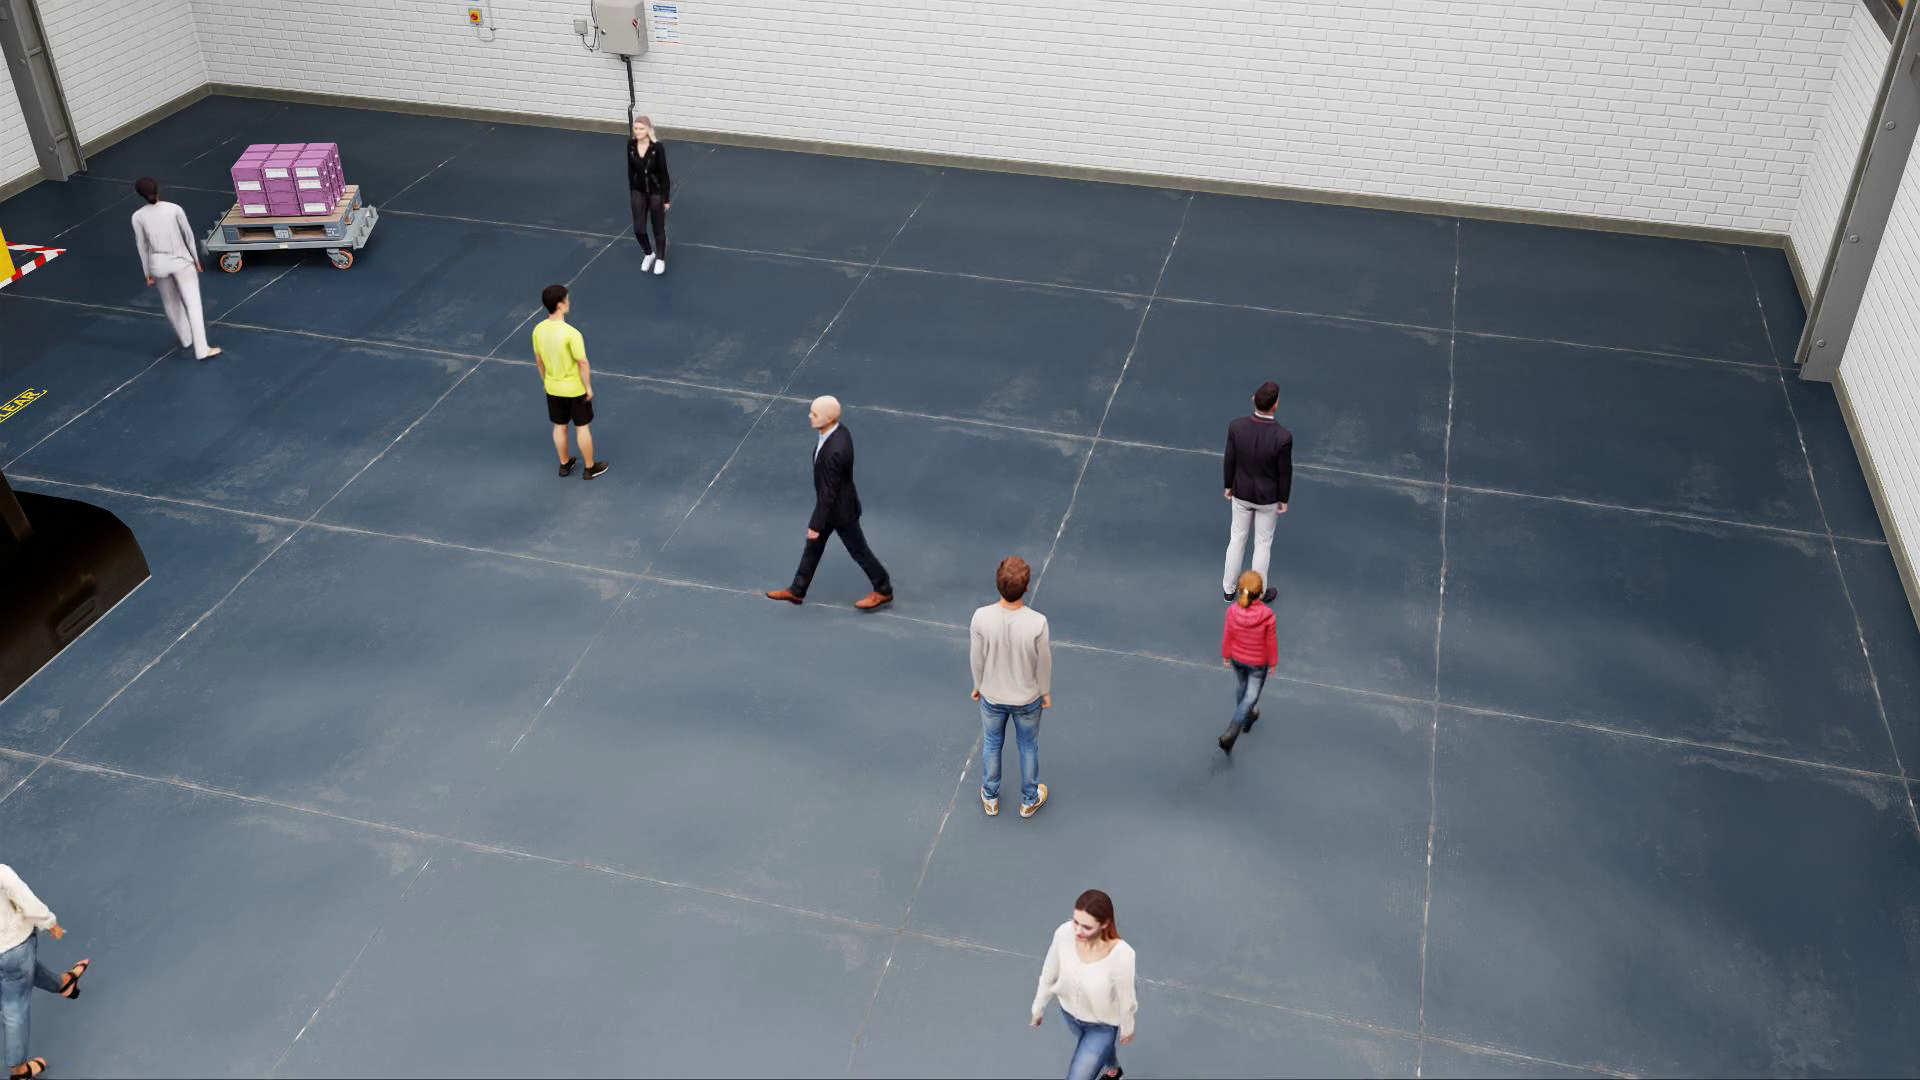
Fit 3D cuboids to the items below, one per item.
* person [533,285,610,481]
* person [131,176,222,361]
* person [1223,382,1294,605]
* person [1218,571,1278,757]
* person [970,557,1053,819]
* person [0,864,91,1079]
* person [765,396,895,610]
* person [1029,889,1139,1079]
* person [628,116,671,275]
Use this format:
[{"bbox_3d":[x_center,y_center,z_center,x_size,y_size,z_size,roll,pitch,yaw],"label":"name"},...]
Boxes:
[{"bbox_3d":[-3.250,-1.288,13.710,0.634,1.706,0.558,11,35,17],"label":"person"},{"bbox_3d":[-7.361,-2.522,15.569,0.913,1.705,1.023,-7,34,-11],"label":"person"},{"bbox_3d":[2.156,-0.328,12.143,0.703,1.844,0.641,17,37,23],"label":"person"},{"bbox_3d":[1.870,0.826,10.903,0.679,1.294,0.905,21,39,28],"label":"person"},{"bbox_3d":[0.314,0.927,10.201,0.669,1.902,0.597,6,34,8],"label":"person"},{"bbox_3d":[-4.997,2.155,8.589,0.712,1.643,1.076,5,34,7],"label":"person"},{"bbox_3d":[-0.799,-0.226,12.072,1.119,1.752,1.233,-7,34,-11],"label":"person"},{"bbox_3d":[0.687,2.344,8.311,0.946,1.634,1.206,24,40,31],"label":"person"},{"bbox_3d":[-3.173,-3.587,17.197,0.648,1.676,0.606,3,34,5],"label":"person"}]
